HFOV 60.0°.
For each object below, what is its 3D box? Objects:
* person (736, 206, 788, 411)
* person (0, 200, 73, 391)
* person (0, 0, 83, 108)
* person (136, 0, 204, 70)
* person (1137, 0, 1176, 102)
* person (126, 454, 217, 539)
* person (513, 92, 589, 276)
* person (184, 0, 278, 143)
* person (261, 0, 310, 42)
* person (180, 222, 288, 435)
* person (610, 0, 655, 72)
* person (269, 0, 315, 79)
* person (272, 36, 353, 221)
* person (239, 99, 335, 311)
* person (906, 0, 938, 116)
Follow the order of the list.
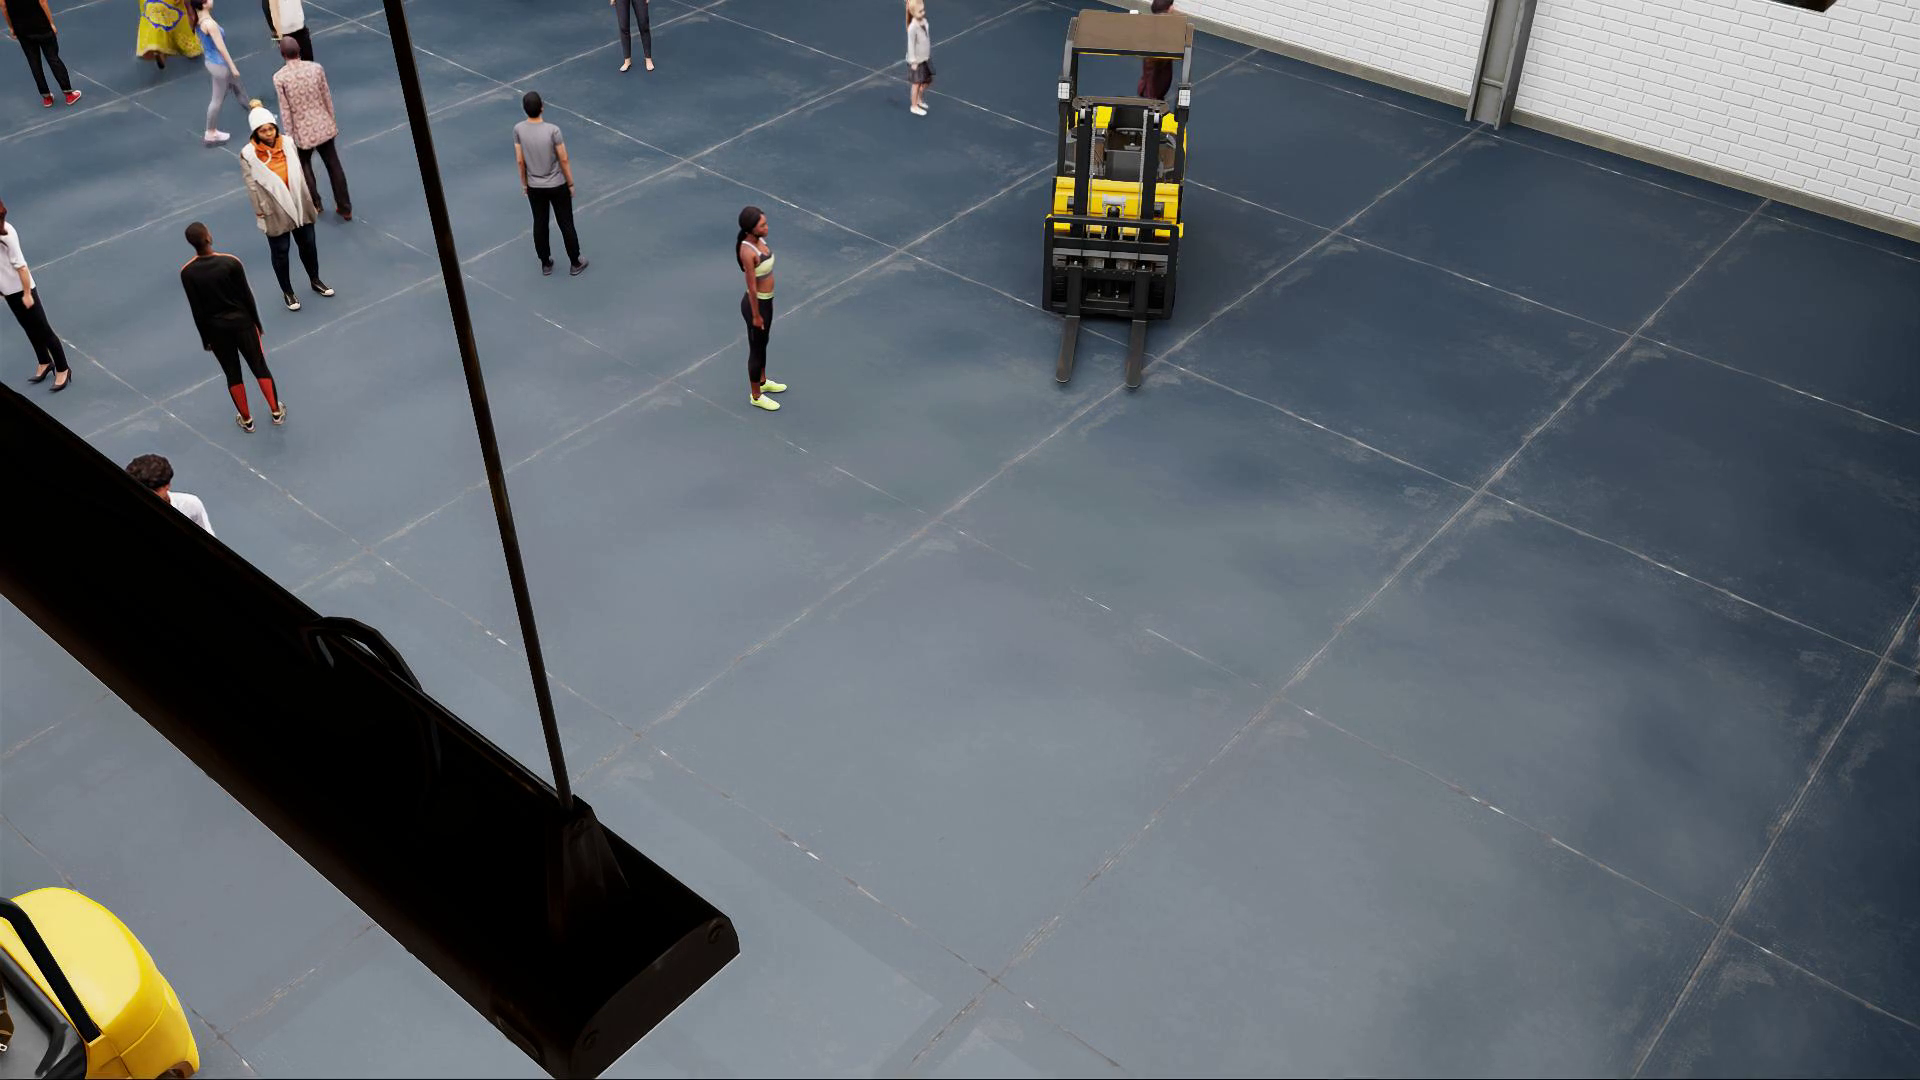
[{"bbox_3d":[-1.636,-1.885,13.398,0.669,1.755,0.645,5,39,6],"label":"person"},{"bbox_3d":[-7.677,-2.045,13.567,0.493,1.795,0.697,21,43,25],"label":"person"},{"bbox_3d":[-10.053,-5.570,18.011,0.720,1.758,0.764,-7,39,-8],"label":"person"},{"bbox_3d":[-9.080,-6.138,18.820,1.248,1.635,1.319,-3,39,-4],"label":"person"},{"bbox_3d":[1.930,-4.504,16.595,0.741,1.858,0.765,9,40,11],"label":"person"},{"bbox_3d":[-4.991,0.212,10.730,0.720,1.809,0.714,-15,41,-17],"label":"person"},{"bbox_3d":[-3.746,-3.231,15.084,0.678,1.755,0.764,1,39,2],"label":"person"},{"bbox_3d":[-7.778,-4.893,17.313,0.765,1.571,1.015,-27,46,-30],"label":"person"},{"bbox_3d":[-8.110,-6.785,19.456,0.703,1.852,0.808,4,39,5],"label":"person"},{"bbox_3d":[-5.742,-1.672,13.089,0.700,1.808,0.686,-17,42,-20],"label":"person"},{"bbox_3d":[-3.735,-6.203,18.795,0.686,1.768,0.740,-4,39,-5],"label":"person"},{"bbox_3d":[-7.277,-5.480,17.940,0.945,1.705,0.713,17,42,20],"label":"person"},{"bbox_3d":[-6.146,-3.877,15.871,0.782,1.781,0.902,-29,47,-32],"label":"person"},{"bbox_3d":[-5.963,-2.968,14.645,0.658,1.891,0.701,30,48,32],"label":"person"},{"bbox_3d":[-0.492,-5.235,17.984,0.575,1.266,0.540,23,44,26],"label":"person"}]
